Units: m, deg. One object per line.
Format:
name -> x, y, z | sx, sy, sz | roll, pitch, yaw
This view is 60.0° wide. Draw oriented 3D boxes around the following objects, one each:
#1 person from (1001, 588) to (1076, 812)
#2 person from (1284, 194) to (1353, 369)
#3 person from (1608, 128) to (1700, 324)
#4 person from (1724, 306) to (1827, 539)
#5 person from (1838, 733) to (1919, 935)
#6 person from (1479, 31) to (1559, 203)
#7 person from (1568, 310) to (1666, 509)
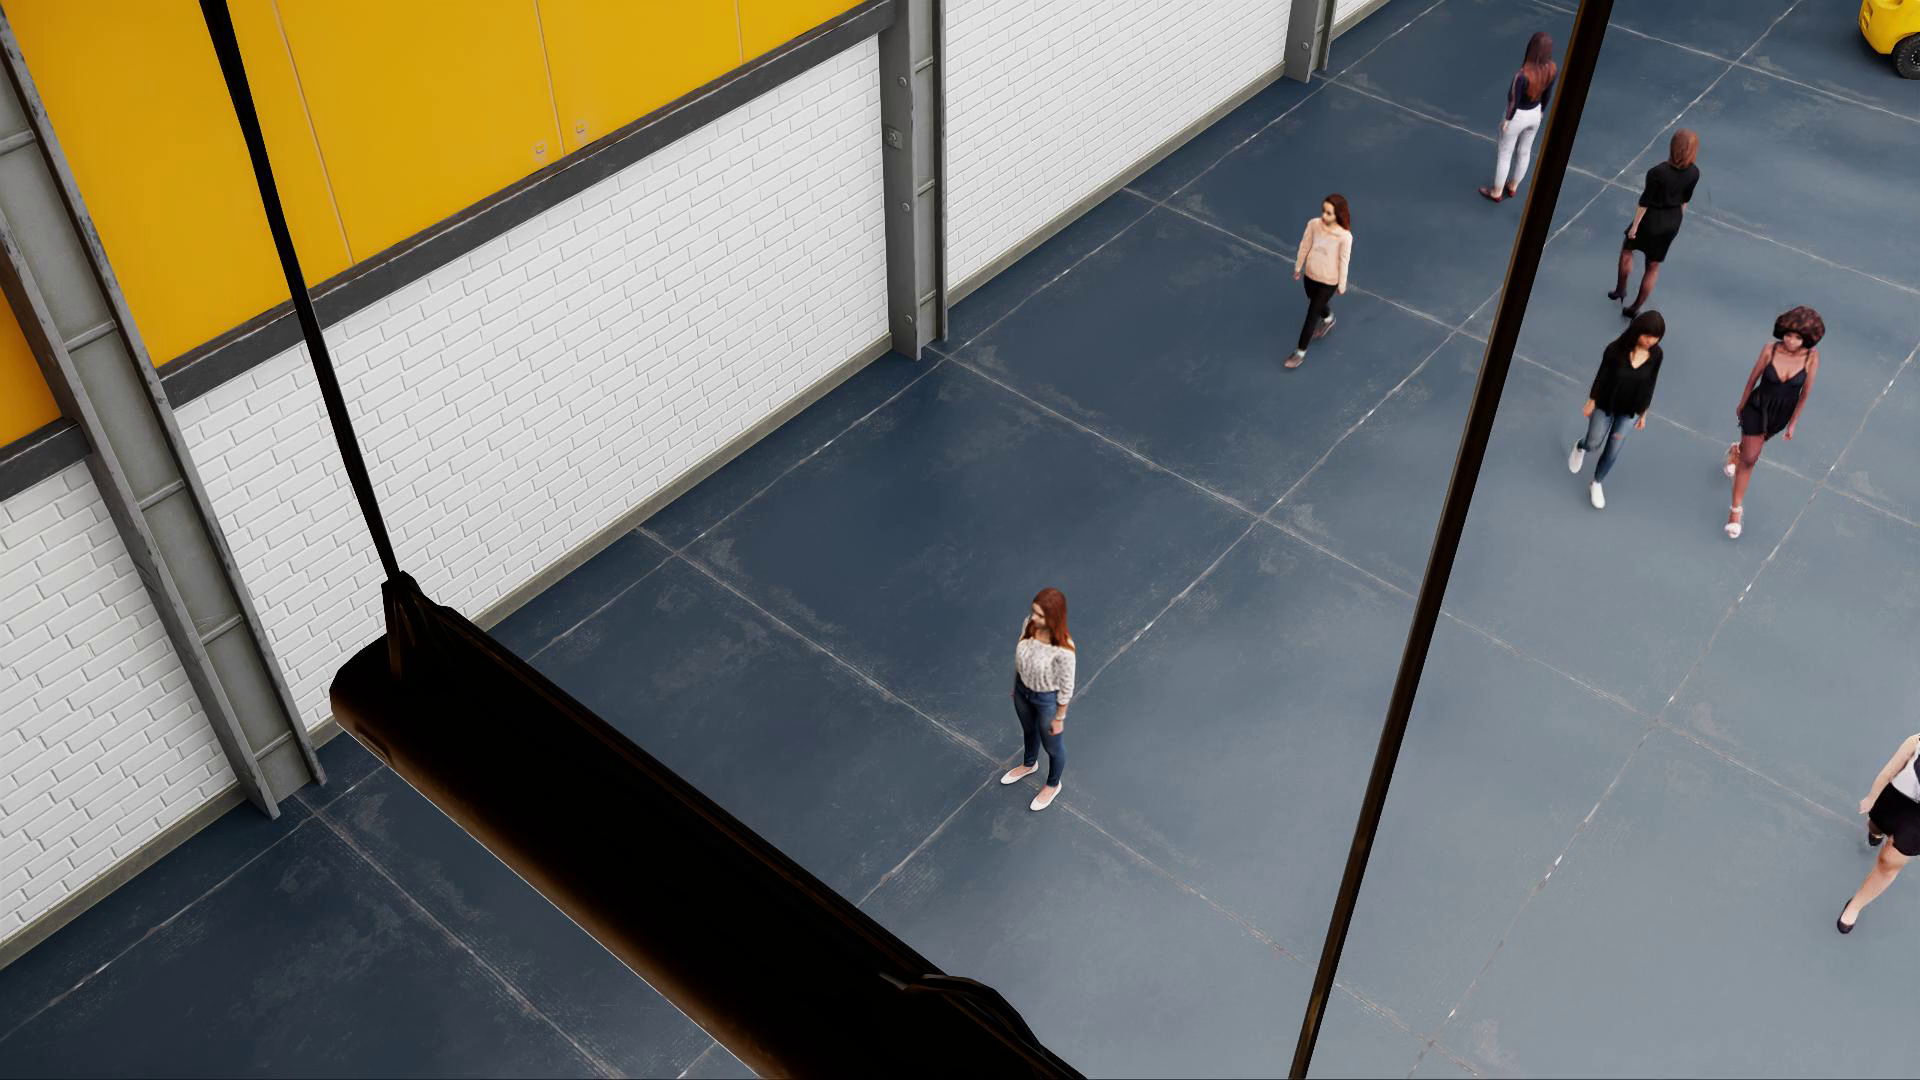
person -> 0.485, 0.906, 9.771 | 0.562, 1.729, 0.613 | -29, 51, -27
person -> 2.889, -2.099, 13.127 | 0.978, 1.451, 0.633 | -34, 53, -30
person -> 5.615, -2.465, 13.337 | 0.754, 1.692, 0.813 | -2, 44, -2
person -> 5.684, -0.934, 11.694 | 0.888, 1.741, 1.167 | 10, 44, 10
person -> 5.289, 1.458, 9.273 | 0.658, 1.615, 1.095 | 25, 49, 24
person -> 4.982, -3.747, 14.742 | 0.638, 1.609, 0.753 | -16, 46, -16
person -> 4.673, -1.004, 11.848 | 0.787, 1.629, 0.882 | 5, 44, 5
